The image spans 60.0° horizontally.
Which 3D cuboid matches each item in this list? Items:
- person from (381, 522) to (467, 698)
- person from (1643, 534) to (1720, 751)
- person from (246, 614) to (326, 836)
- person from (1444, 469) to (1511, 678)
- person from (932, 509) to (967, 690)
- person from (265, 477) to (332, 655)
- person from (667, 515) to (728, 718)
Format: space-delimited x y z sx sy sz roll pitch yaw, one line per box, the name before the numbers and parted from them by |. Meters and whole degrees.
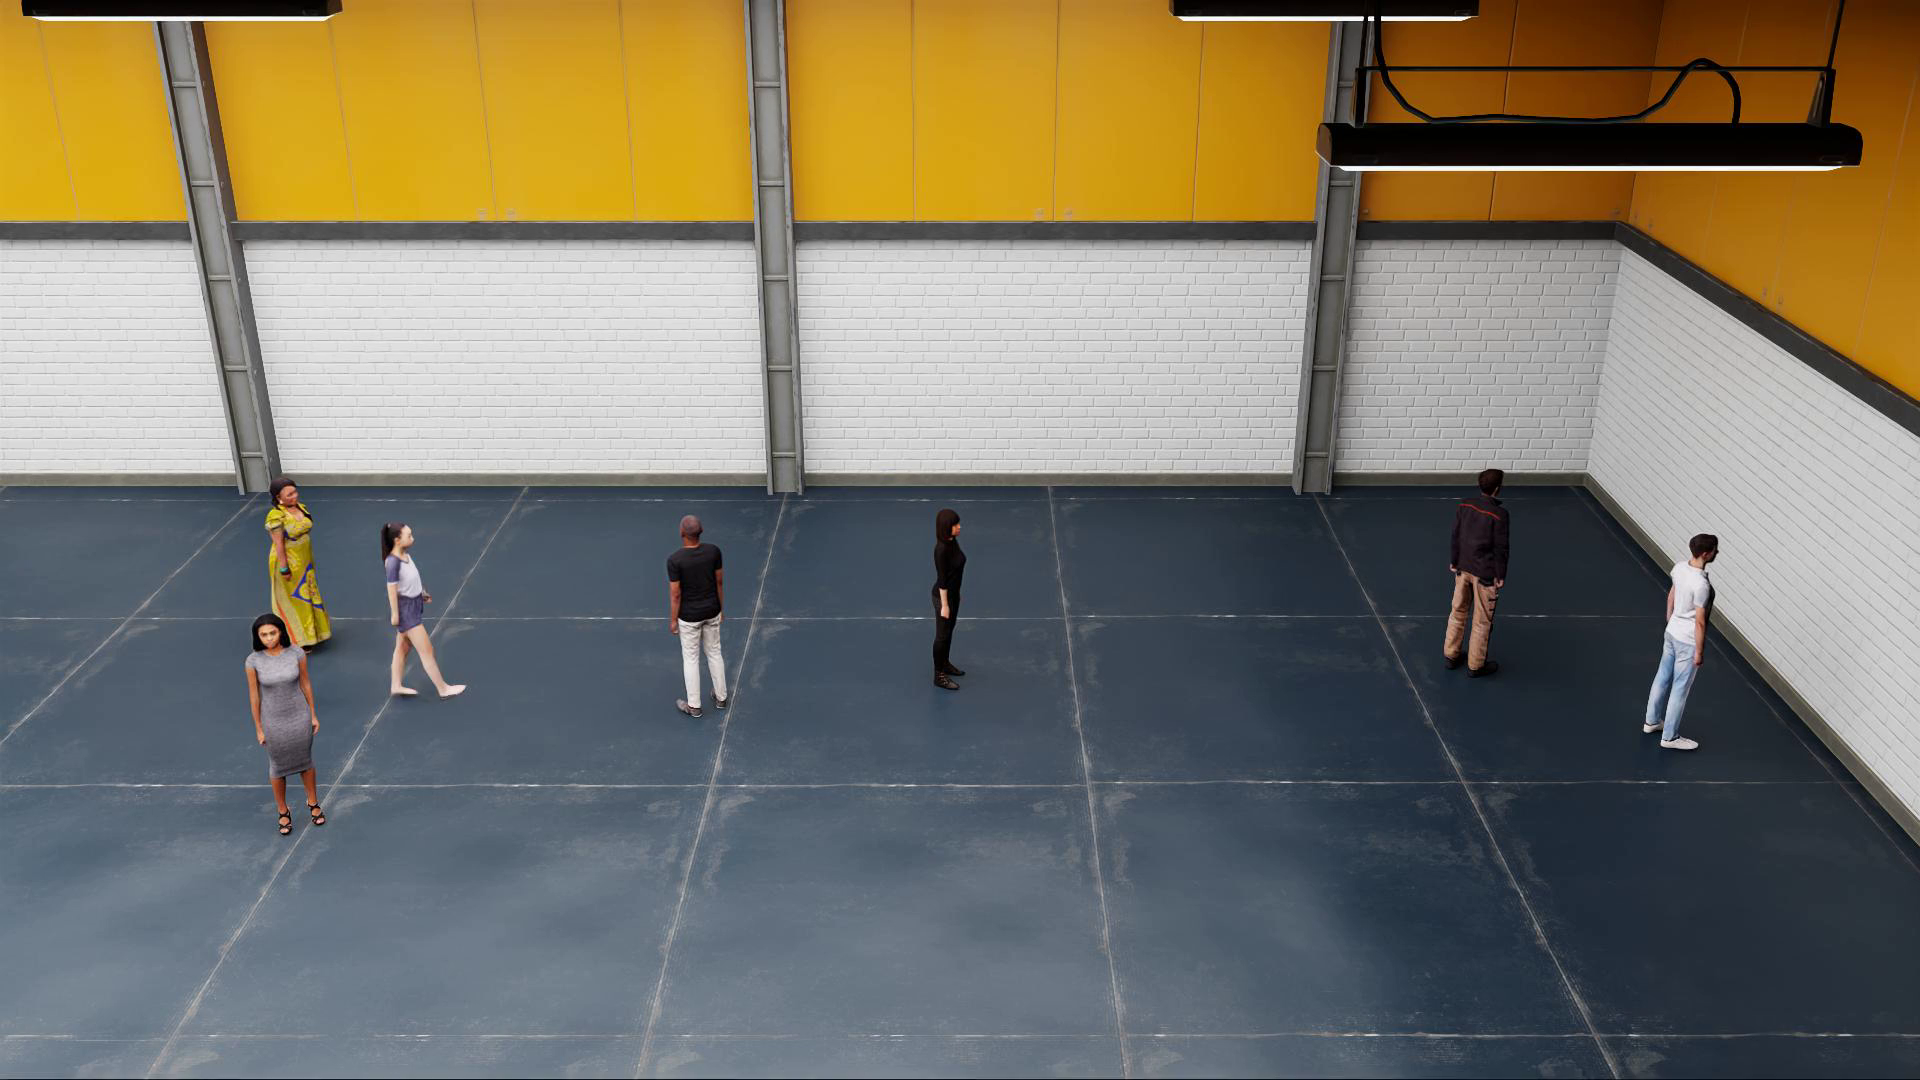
person | -4.827 0.626 14.232 0.914 1.625 0.663 -3 24 -7
person | 5.894 0.802 13.547 0.563 1.851 0.671 -2 24 -5
person | -5.009 1.357 12.365 0.631 1.781 0.737 -13 27 -27
person | 4.564 0.273 14.666 0.826 1.924 0.786 -19 30 -37
person | -0.123 0.488 14.525 0.577 1.642 0.627 6 24 13
person | -6.074 0.201 15.159 0.829 1.660 0.897 3 24 8
person | -2.201 0.630 13.996 0.730 1.805 0.819 -16 28 -32
